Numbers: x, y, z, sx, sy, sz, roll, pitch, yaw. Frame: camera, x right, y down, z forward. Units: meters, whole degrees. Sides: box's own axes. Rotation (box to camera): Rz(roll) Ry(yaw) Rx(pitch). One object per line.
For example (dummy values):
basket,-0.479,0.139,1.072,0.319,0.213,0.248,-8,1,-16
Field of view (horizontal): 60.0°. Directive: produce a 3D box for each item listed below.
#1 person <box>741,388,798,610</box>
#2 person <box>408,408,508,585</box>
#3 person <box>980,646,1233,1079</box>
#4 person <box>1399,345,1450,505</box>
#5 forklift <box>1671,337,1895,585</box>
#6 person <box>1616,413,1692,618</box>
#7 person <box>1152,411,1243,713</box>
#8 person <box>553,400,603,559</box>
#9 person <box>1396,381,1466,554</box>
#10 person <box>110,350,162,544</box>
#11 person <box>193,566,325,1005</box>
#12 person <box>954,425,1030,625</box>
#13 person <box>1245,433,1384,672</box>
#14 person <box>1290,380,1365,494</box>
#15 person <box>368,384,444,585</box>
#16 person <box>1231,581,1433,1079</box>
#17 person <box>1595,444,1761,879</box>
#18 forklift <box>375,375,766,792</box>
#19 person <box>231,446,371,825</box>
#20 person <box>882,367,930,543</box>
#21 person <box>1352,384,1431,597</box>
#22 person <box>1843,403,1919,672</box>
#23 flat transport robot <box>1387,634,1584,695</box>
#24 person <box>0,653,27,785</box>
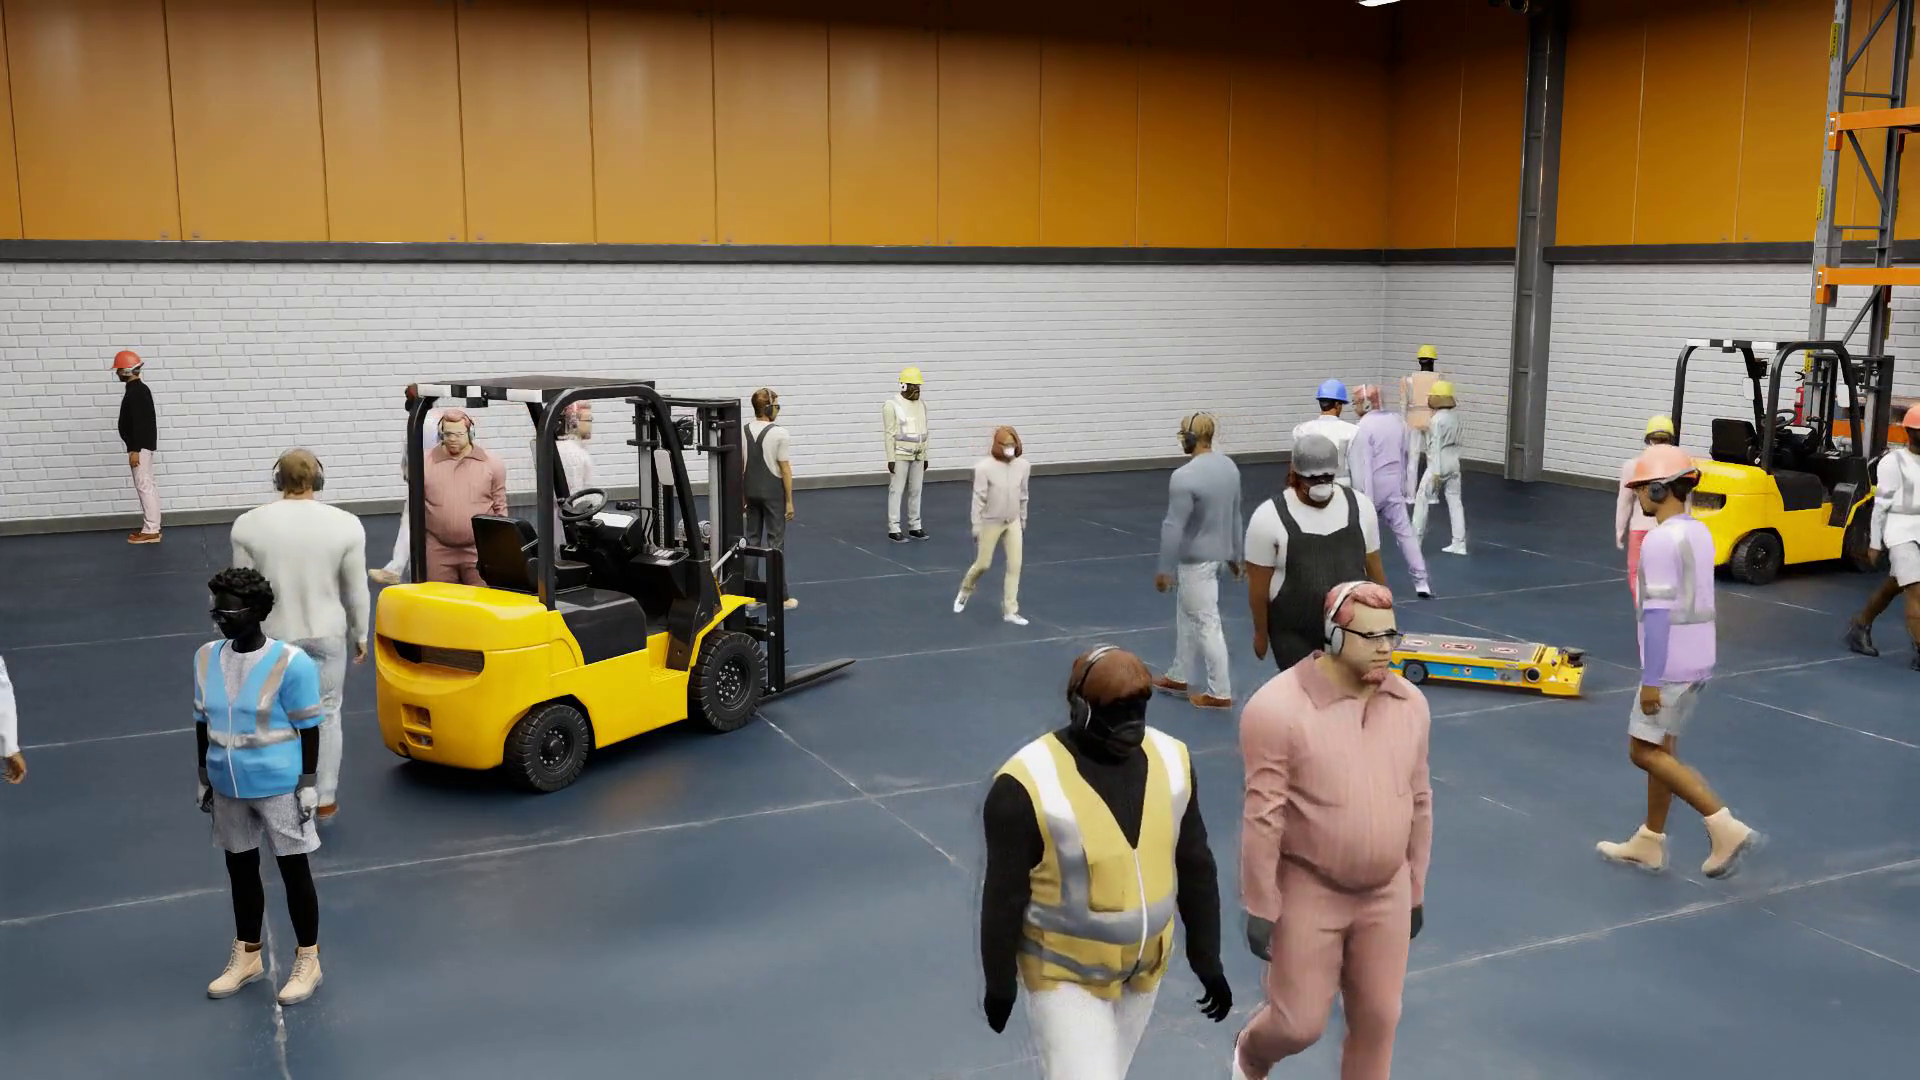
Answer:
person,-1.604,-0.327,13.732,0.502,1.841,0.347,4,10,23
person,-3.325,0.073,11.069,0.639,1.902,0.407,-3,9,-15
person,0.432,1.181,4.449,0.648,1.810,0.797,-6,11,-32
person,5.566,-1.375,19.976,0.594,1.921,0.376,2,9,13
forklift,7.551,-0.789,15.507,2.313,2.155,1.214,-4,10,-25
person,5.196,-0.070,12.442,0.528,1.746,0.713,1,9,9
person,1.433,0.130,10.662,0.846,1.910,0.662,8,12,39
person,-2.904,-0.087,12.144,0.860,1.876,0.646,-4,10,-22
person,4.742,-0.727,16.618,0.501,1.715,0.795,-8,12,-40
person,-8.510,-0.961,17.197,0.397,1.990,0.622,-3,10,-18
person,-2.683,0.934,6.355,0.540,1.695,0.317,2,9,13
person,0.267,-0.139,13.321,0.534,1.600,0.669,-5,11,-31
person,1.842,0.365,8.817,0.744,2.000,0.834,-1,9,-9
person,2.944,-0.309,13.319,0.602,1.938,0.401,5,10,29
person,-4.886,-0.496,14.906,0.914,1.803,0.632,-1,9,-4
person,1.136,1.042,5.062,0.658,1.889,0.632,-3,10,-19
person,3.317,0.579,7.621,0.707,2.015,0.664,8,12,41
forklift,-2.268,0.149,9.685,1.214,2.155,2.313,6,11,32
person,-3.308,0.487,8.414,0.638,1.923,0.443,-3,10,-16
person,-0.534,-0.886,17.265,0.595,1.825,0.403,-9,12,-43
person,3.627,-0.417,14.319,0.699,1.846,0.942,-7,12,-38
person,6.712,-0.039,11.800,0.559,1.895,0.976,-3,10,-21
flat transport robot,3.504,0.829,11.416,1.431,0.197,0.652,4,10,24
person,-4.009,0.847,6.534,0.743,1.801,0.601,7,11,37
